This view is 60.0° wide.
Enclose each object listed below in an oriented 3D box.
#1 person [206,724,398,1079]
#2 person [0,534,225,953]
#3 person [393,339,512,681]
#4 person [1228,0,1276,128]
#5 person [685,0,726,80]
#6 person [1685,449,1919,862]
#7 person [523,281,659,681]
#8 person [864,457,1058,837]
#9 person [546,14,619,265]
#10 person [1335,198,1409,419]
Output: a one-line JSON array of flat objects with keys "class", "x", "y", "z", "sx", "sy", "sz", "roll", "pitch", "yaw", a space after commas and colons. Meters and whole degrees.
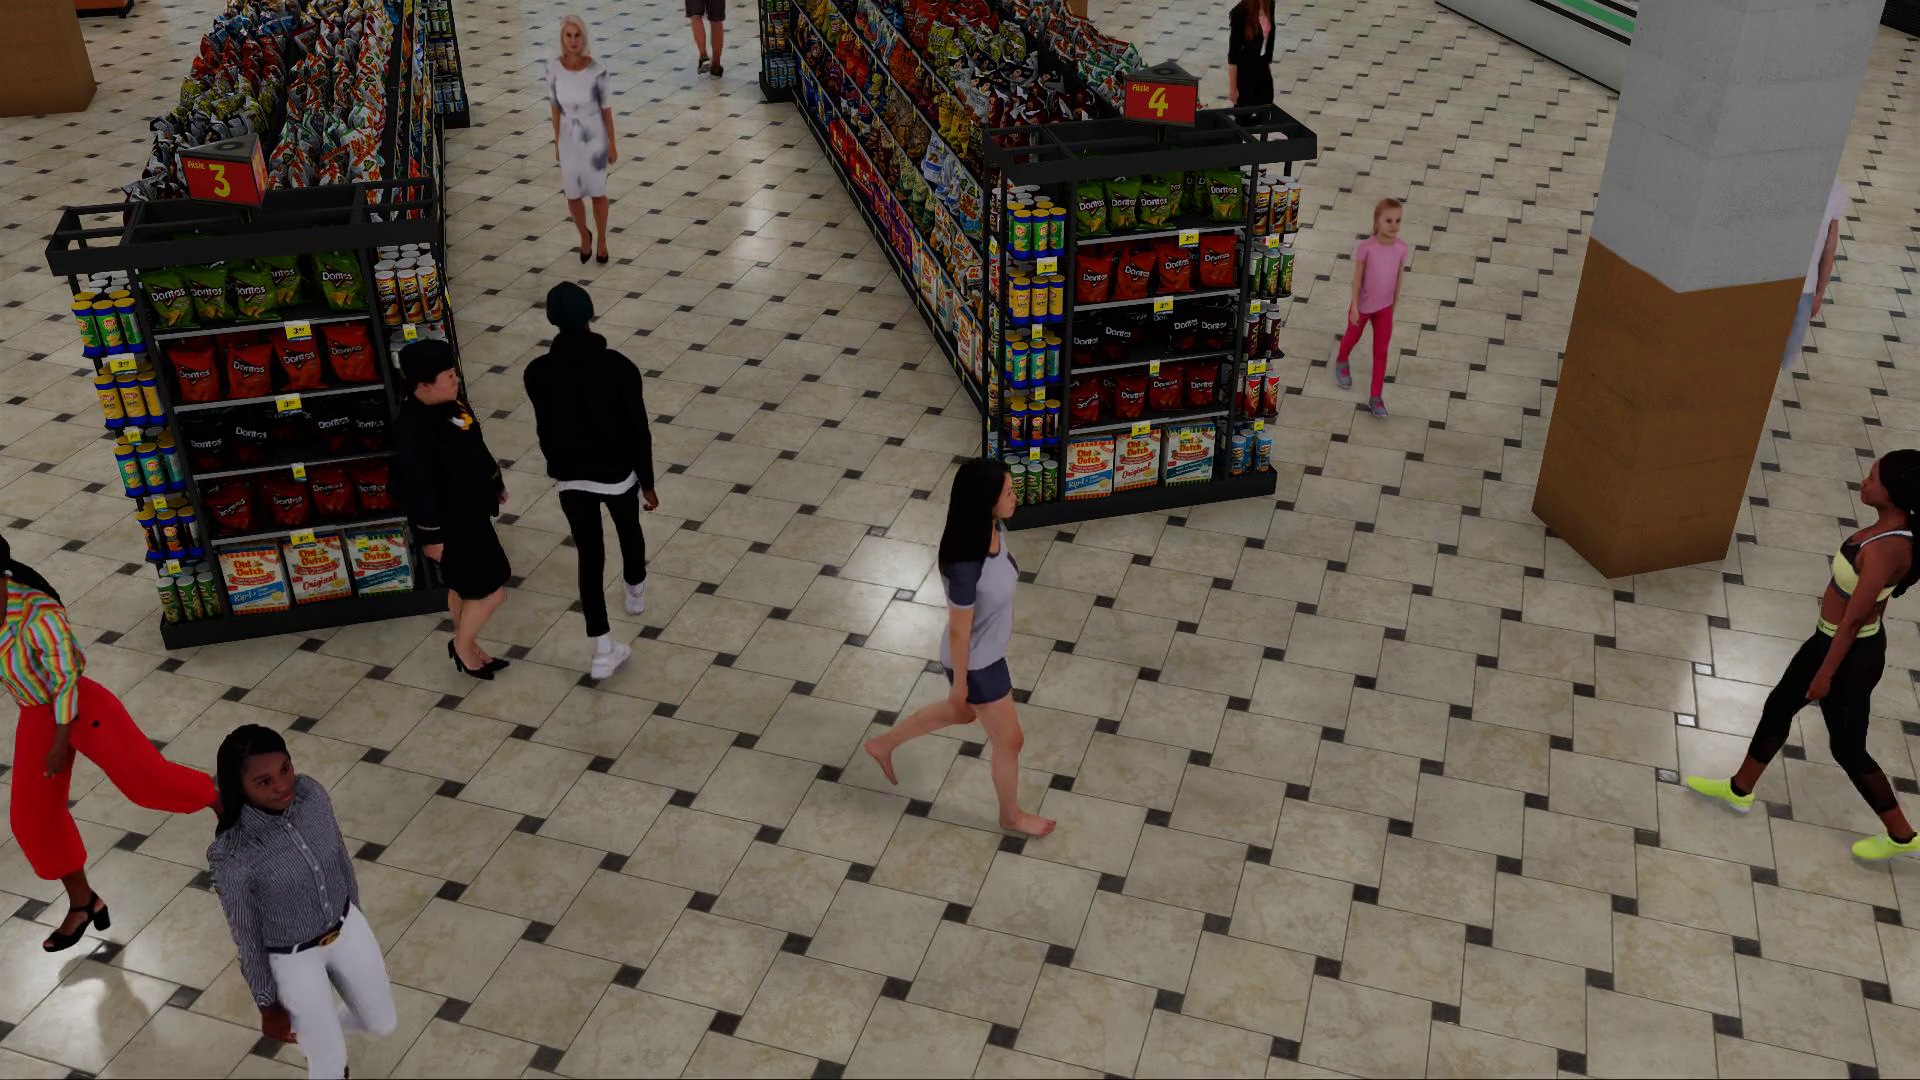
[{"class": "person", "x": -2.034, "y": 1.243, "z": 5.066, "sx": 0.913, "sy": 1.712, "sz": 0.847, "roll": 19, "pitch": 37, "yaw": 27}, {"class": "person", "x": -3.099, "y": 0.655, "z": 5.988, "sx": 1.023, "sy": 1.737, "sz": 1.138, "roll": 10, "pitch": 33, "yaw": 16}, {"class": "person", "x": -2.285, "y": -0.095, "z": 7.262, "sx": 0.836, "sy": 1.664, "sz": 0.696, "roll": 0, "pitch": 32, "yaw": 0}, {"class": "person", "x": 2.182, "y": -3.612, "z": 12.880, "sx": 0.736, "sy": 1.701, "sz": 0.788, "roll": -21, "pitch": 38, "yaw": -30}, {"class": "person", "x": -2.334, "y": -5.121, "z": 15.168, "sx": 0.755, "sy": 1.845, "sz": 0.769, "roll": -2, "pitch": 32, "yaw": -3}, {"class": "person", "x": 3.433, "y": 0.492, "z": 6.269, "sx": 1.146, "sy": 1.717, "sz": 1.043, "roll": 19, "pitch": 37, "yaw": 28}, {"class": "person", "x": -1.635, "y": -0.229, "z": 7.369, "sx": 0.783, "sy": 1.778, "sz": 1.177, "roll": -2, "pitch": 32, "yaw": -3}, {"class": "person", "x": -0.019, "y": 0.422, "z": 6.413, "sx": 0.966, "sy": 1.683, "sz": 1.072, "roll": 6, "pitch": 32, "yaw": 10}, {"class": "person", "x": -2.595, "y": -2.758, "z": 11.474, "sx": 0.604, "sy": 1.737, "sz": 0.598, "roll": -4, "pitch": 32, "yaw": -7}, {"class": "person", "x": 2.393, "y": -1.411, "z": 9.763, "sx": 0.585, "sy": 1.257, "sz": 0.927, "roll": -2, "pitch": 32, "yaw": -3}]
